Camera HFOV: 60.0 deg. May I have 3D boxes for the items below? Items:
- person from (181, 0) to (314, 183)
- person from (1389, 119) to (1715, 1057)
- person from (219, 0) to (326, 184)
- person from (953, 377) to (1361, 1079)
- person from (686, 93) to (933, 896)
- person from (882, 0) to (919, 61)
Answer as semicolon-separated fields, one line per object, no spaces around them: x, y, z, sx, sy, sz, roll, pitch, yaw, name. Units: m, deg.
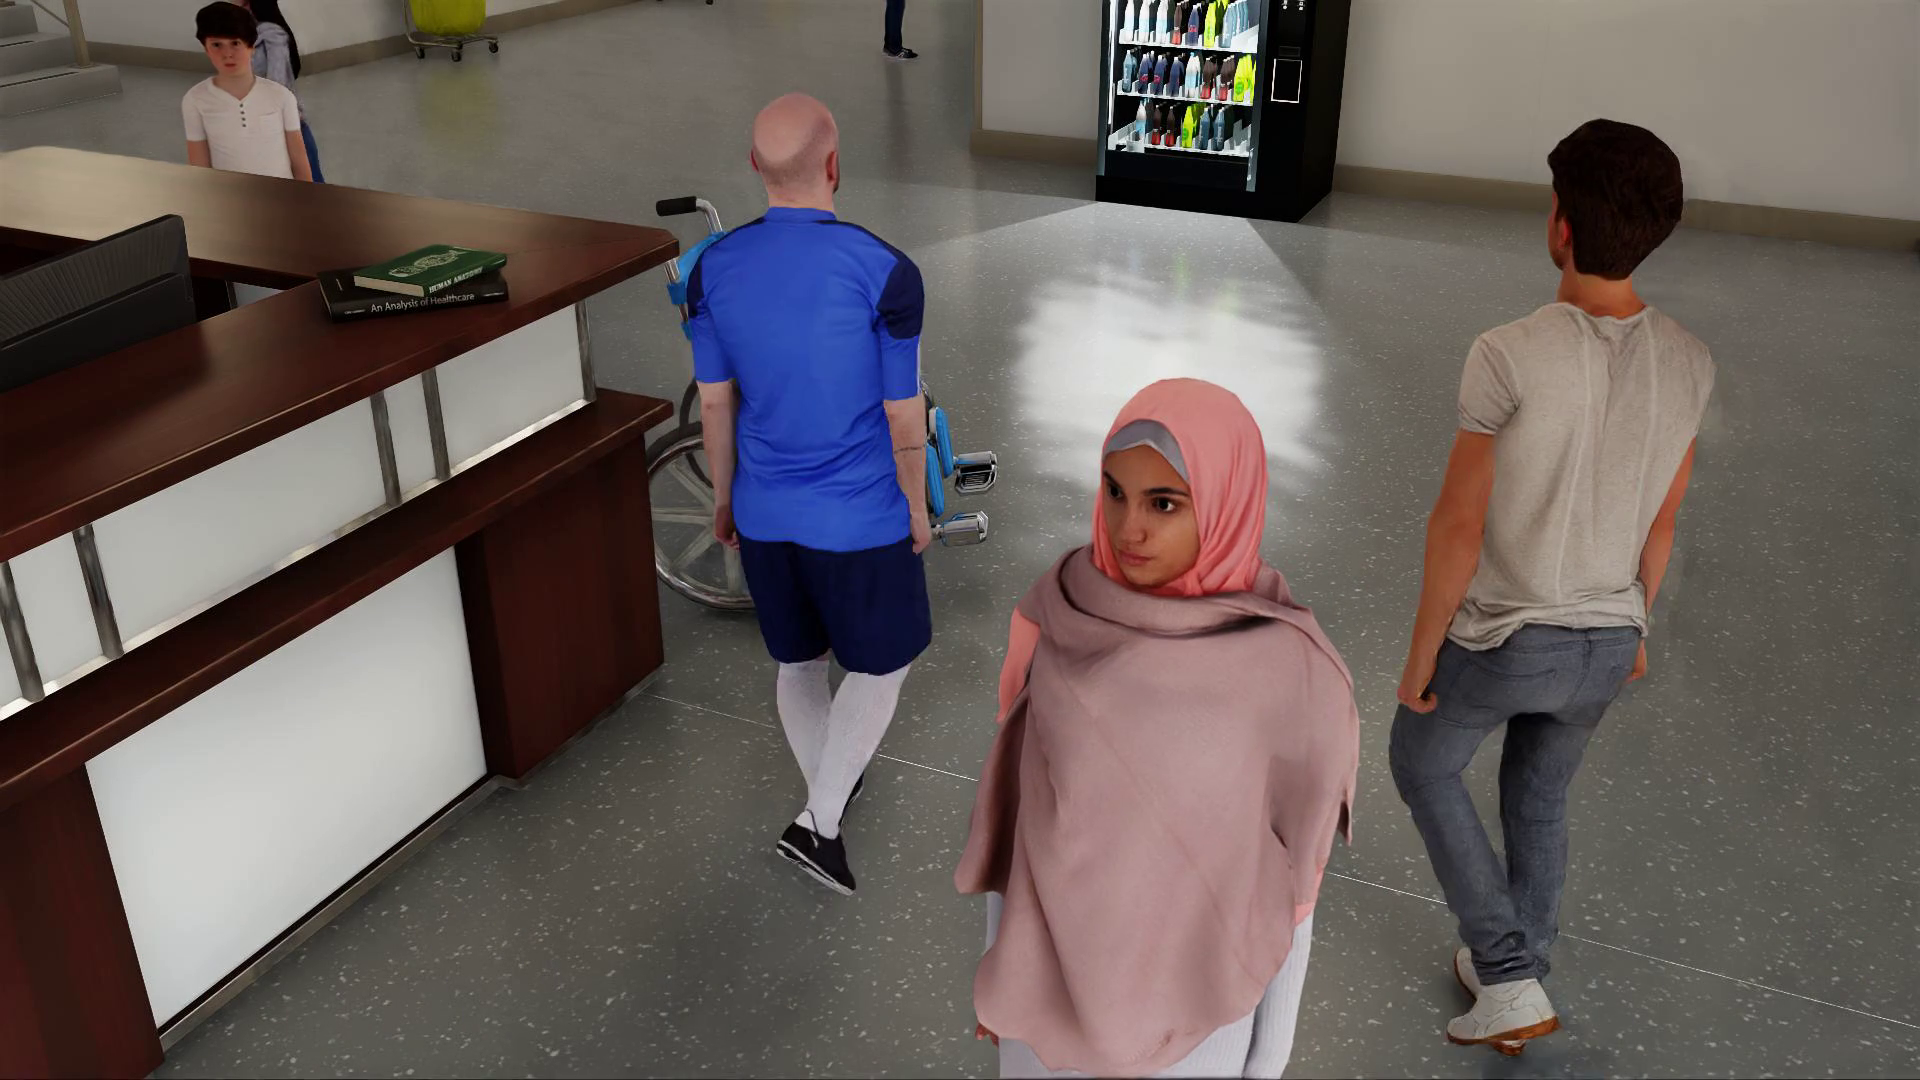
-2.557;-1.119;6.098;0.660;1.654;0.709;-11;28;-22;person
1.096;0.223;3.051;0.852;1.883;0.915;-5;26;-10;person
-2.999;-1.784;7.553;1.040;1.587;0.833;19;32;35;person
0.237;0.634;2.290;0.536;1.803;0.692;13;29;25;person
-0.322;-0.025;3.626;0.909;1.830;0.808;8;27;15;person
-0.544;-4.879;14.002;0.672;1.562;0.632;-4;26;-9;person
